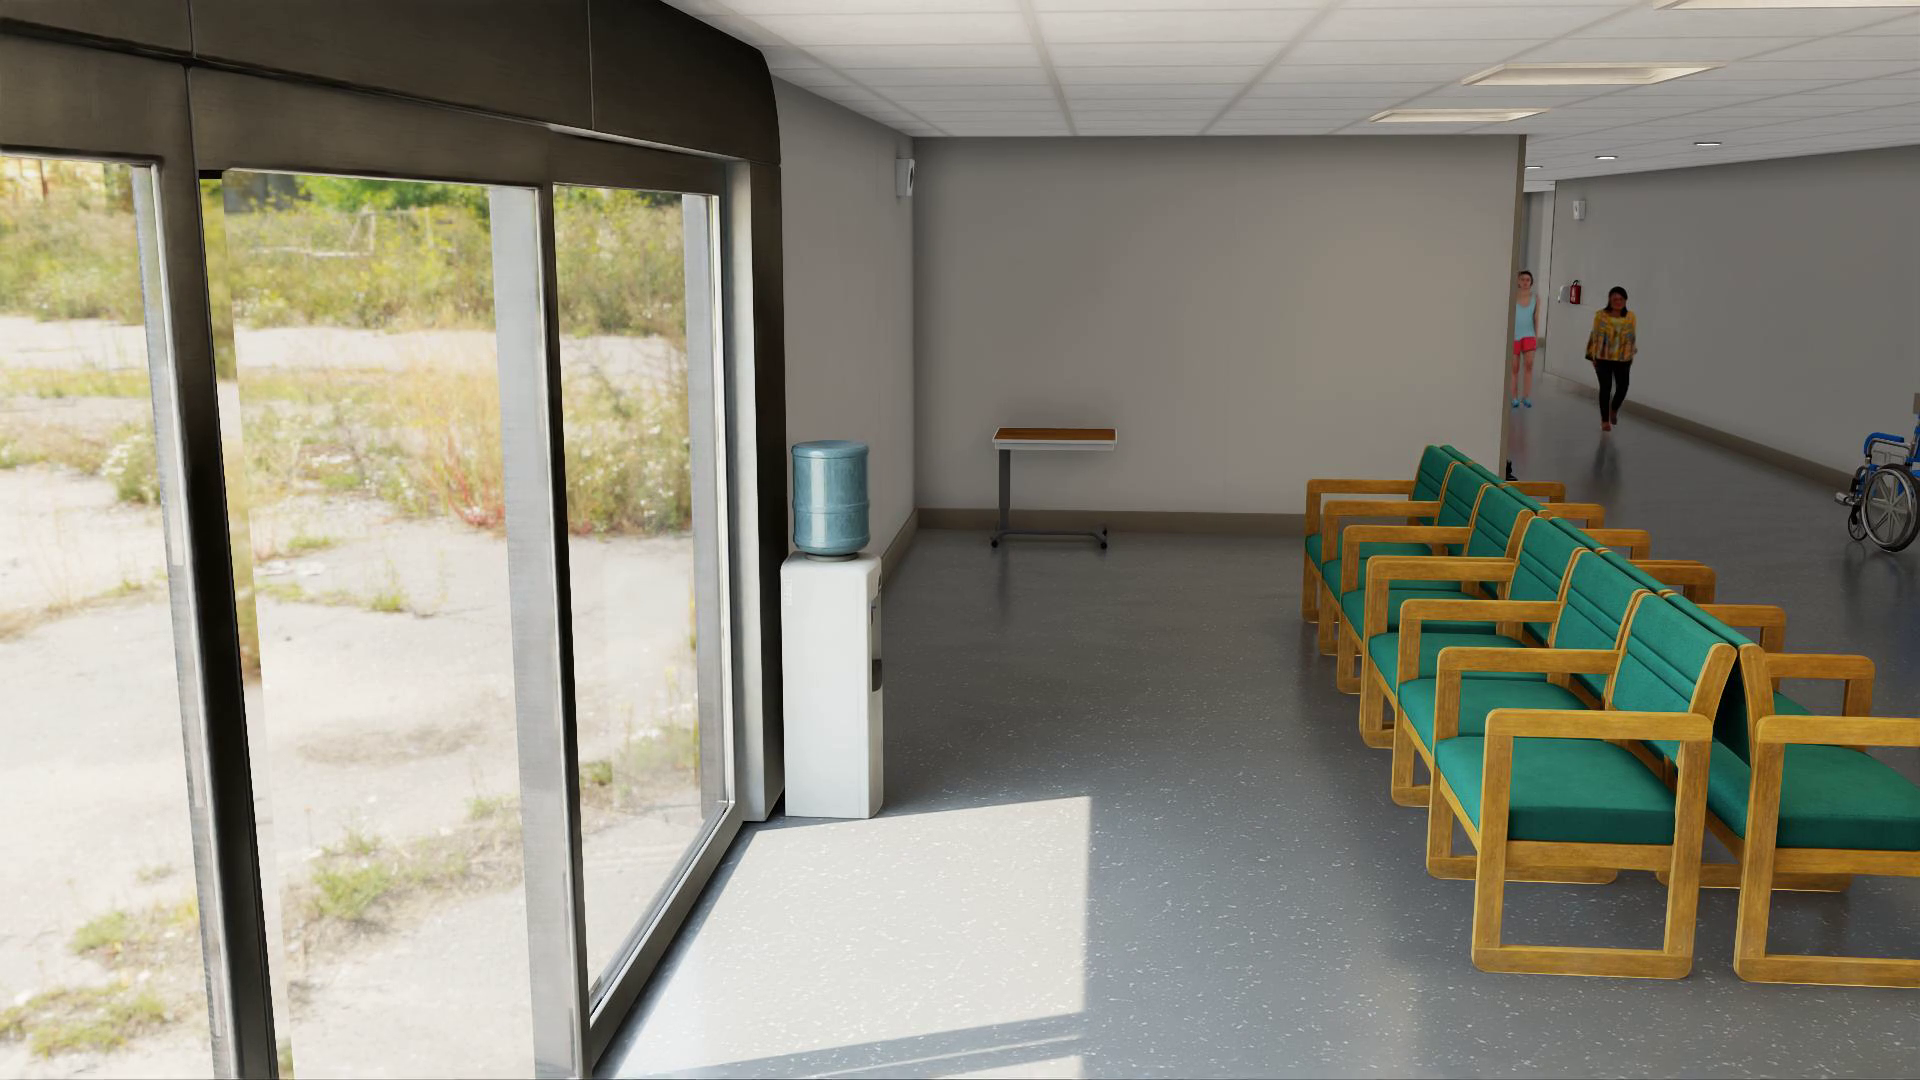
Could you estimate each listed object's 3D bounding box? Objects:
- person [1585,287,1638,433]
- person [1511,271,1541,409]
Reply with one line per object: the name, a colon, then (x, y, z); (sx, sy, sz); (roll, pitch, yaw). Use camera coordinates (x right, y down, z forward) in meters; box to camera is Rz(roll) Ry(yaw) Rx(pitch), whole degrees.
person: (7.437, -2.063, 19.013); (0.681, 1.646, 0.772); (1, 11, 7)
person: (7.197, -2.561, 21.374); (0.757, 1.745, 0.697); (3, 11, 15)
